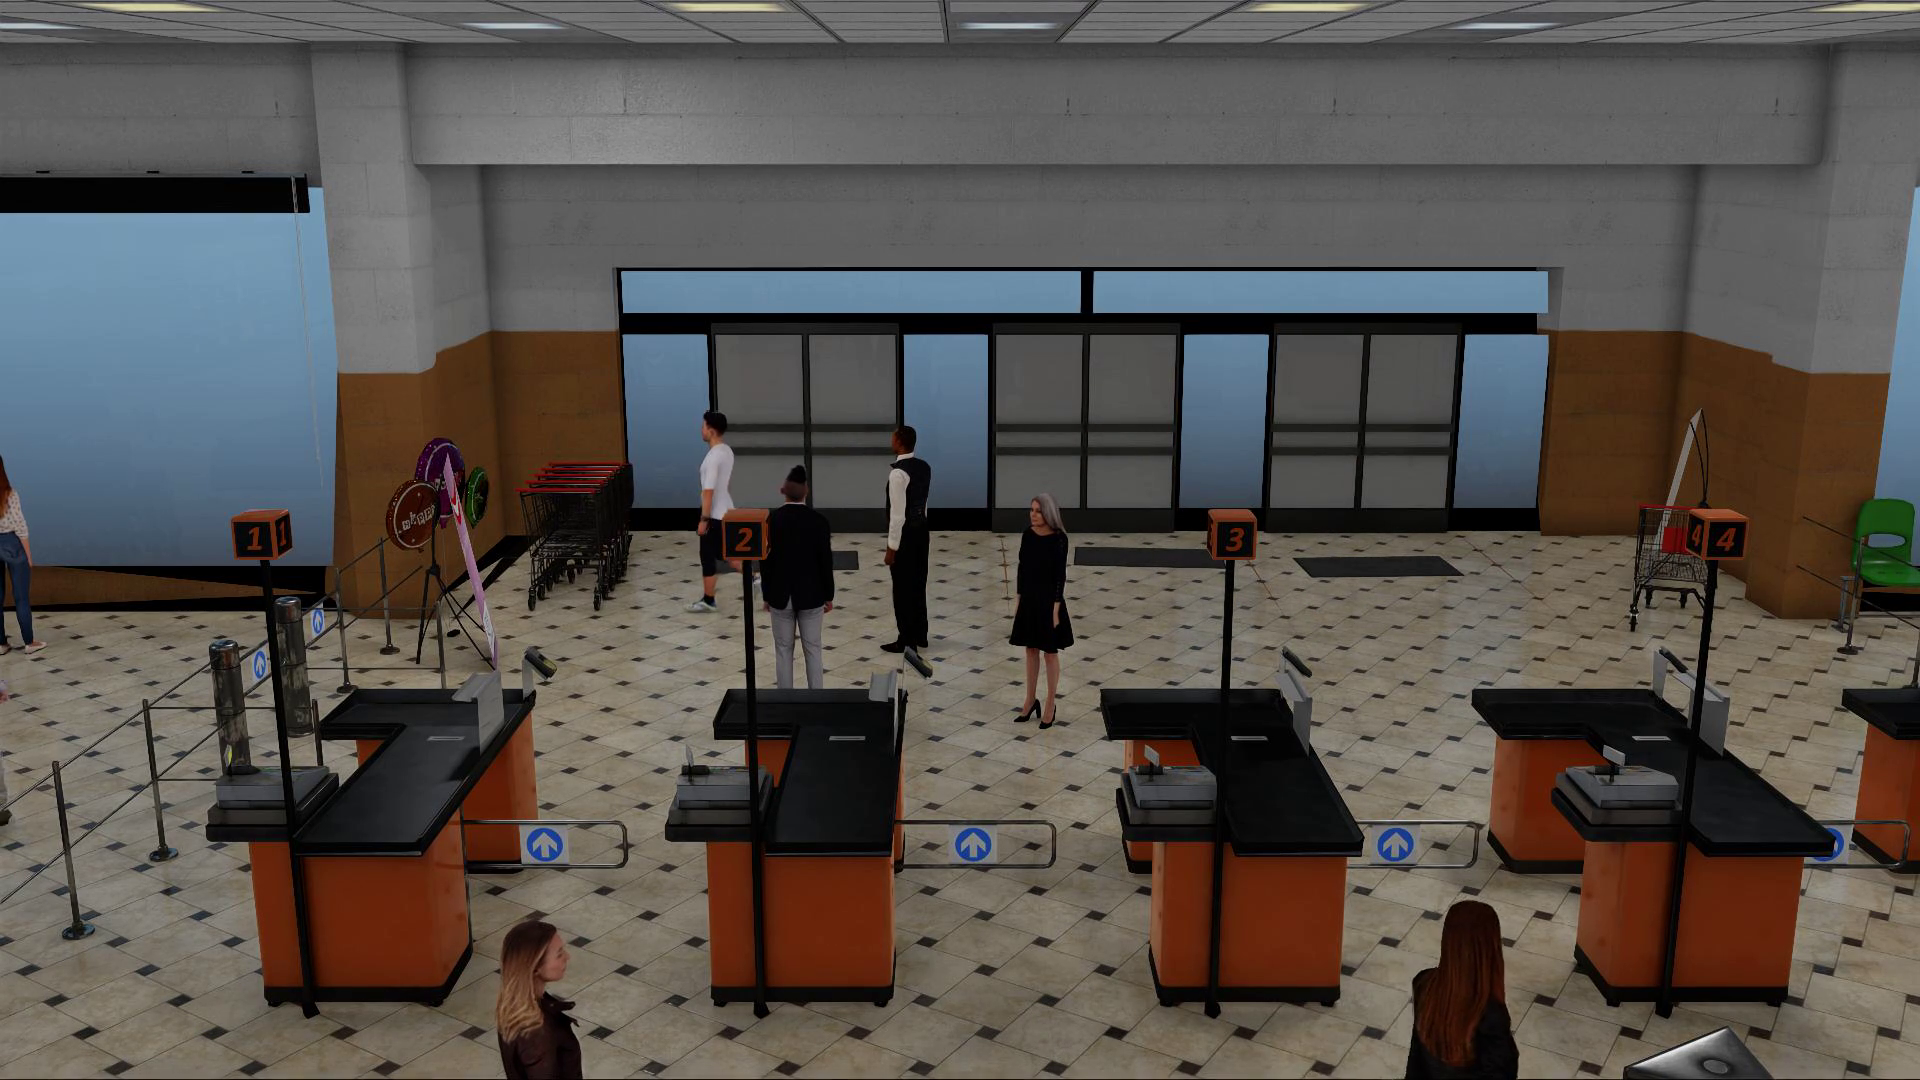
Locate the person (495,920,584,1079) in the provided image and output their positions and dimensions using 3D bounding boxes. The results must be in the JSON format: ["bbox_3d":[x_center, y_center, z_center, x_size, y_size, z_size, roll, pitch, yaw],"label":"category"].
[{"bbox_3d":[-1.436,2.094,5.693,0.734,1.705,0.594,-6,15,-25],"label":"person"}]

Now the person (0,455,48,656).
[{"bbox_3d":[-7.969,0.103,13.855,0.593,1.727,0.529,-1,14,-5],"label":"person"}]

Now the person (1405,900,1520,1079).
[{"bbox_3d":[1.682,2.083,5.793,0.903,1.678,1.080,-5,15,-20],"label":"person"}]

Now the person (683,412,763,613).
[{"bbox_3d":[-2.128,-0.236,15.015,0.825,1.837,0.942,2,14,8],"label":"person"}]

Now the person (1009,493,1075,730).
[{"bbox_3d":[0.588,0.506,12.149,0.697,1.747,0.747,12,18,40],"label":"person"}]

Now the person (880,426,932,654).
[{"bbox_3d":[-0.434,-0.011,13.915,0.840,1.919,0.704,7,15,28],"label":"person"}]

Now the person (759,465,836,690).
[{"bbox_3d":[-1.201,0.384,12.238,0.690,1.943,0.568,0,14,0],"label":"person"}]
